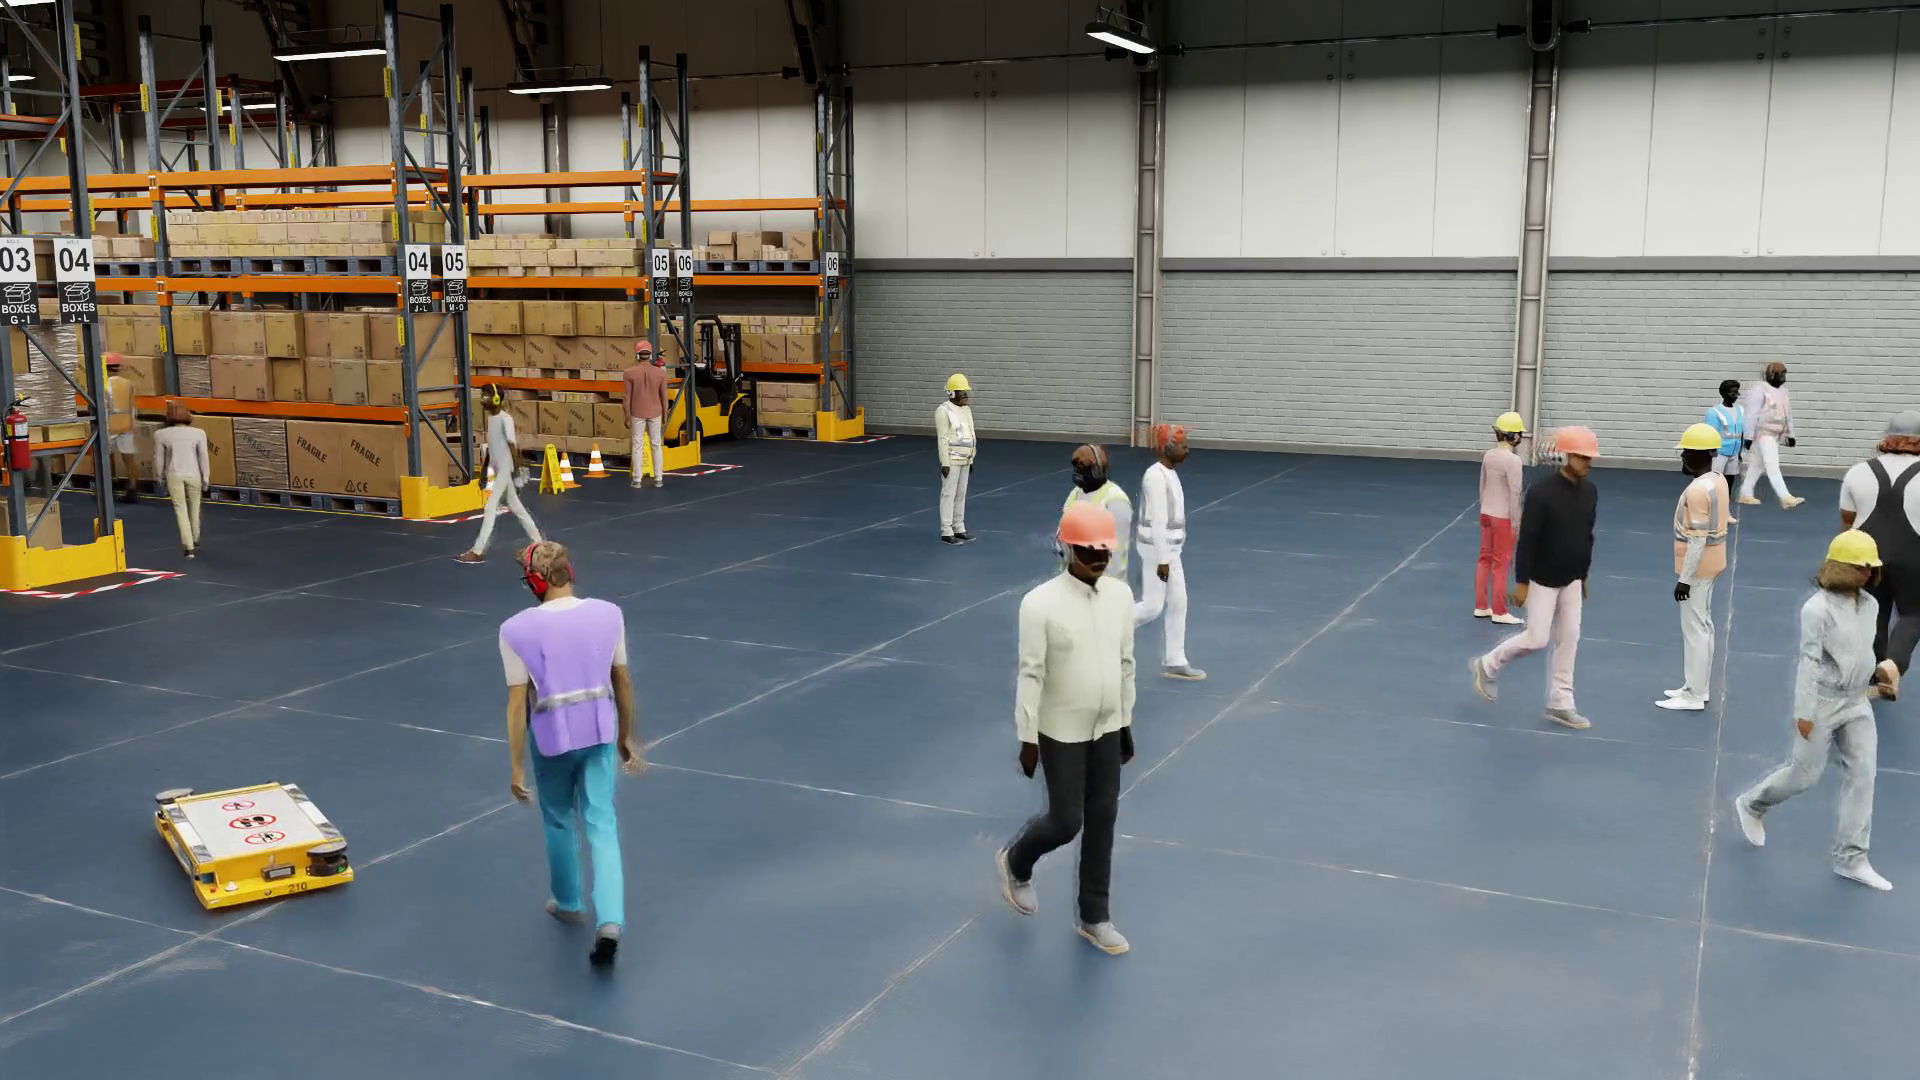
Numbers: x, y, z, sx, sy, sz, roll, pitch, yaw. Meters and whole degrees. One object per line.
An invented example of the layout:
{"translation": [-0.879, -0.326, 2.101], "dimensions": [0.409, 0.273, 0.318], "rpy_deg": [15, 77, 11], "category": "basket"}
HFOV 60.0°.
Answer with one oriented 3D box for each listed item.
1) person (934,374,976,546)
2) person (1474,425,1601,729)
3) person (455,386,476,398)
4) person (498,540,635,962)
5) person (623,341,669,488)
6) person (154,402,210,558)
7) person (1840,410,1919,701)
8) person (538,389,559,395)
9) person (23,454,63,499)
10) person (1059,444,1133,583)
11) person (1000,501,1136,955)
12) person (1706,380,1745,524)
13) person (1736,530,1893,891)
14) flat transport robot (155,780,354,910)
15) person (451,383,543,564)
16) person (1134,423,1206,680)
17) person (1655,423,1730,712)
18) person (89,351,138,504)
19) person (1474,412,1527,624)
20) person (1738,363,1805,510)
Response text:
{"translation": [-0.027, -0.866, 17.857], "dimensions": [0.403, 1.833, 0.586], "rpy_deg": [5, 11, 29], "category": "person"}
{"translation": [3.786, 0.214, 10.820], "dimensions": [0.639, 1.968, 0.744], "rpy_deg": [-5, 11, -30], "category": "person"}
{"translation": [-8.126, -2.527, 27.872], "dimensions": [0.434, 1.891, 0.649], "rpy_deg": [4, 10, 25], "category": "person"}
{"translation": [-1.657, 0.899, 7.187], "dimensions": [0.592, 1.796, 0.892], "rpy_deg": [-6, 11, -31], "category": "person"}
{"translation": [-4.243, -1.695, 22.480], "dimensions": [0.611, 1.986, 0.402], "rpy_deg": [-4, 10, -22], "category": "person"}
{"translation": [-8.028, -0.633, 17.173], "dimensions": [0.502, 1.581, 0.866], "rpy_deg": [-6, 11, -31], "category": "person"}
{"translation": [6.309, 0.110, 11.241], "dimensions": [0.705, 2.000, 0.695], "rpy_deg": [9, 13, 43], "category": "person"}
{"translation": [-6.789, -2.309, 27.386], "dimensions": [0.823, 1.595, 0.545], "rpy_deg": [5, 11, 29], "category": "person"}
{"translation": [-10.826, -1.166, 19.446], "dimensions": [0.586, 1.911, 0.601], "rpy_deg": [8, 12, 40], "category": "person"}
{"translation": [0.791, 0.300, 10.736], "dimensions": [0.599, 1.827, 0.633], "rpy_deg": [-6, 11, -32], "category": "person"}
{"translation": [0.485, 0.794, 7.265], "dimensions": [0.616, 1.977, 0.601], "rpy_deg": [-6, 11, -34], "category": "person"}
{"translation": [8.814, -1.011, 19.187], "dimensions": [0.530, 1.689, 0.321], "rpy_deg": [-4, 10, -21], "category": "person"}
{"translation": [4.221, 0.780, 8.132], "dimensions": [0.490, 1.712, 0.773], "rpy_deg": [-4, 10, -22], "category": "person"}
{"translation": [-3.546, 1.473, 8.290], "dimensions": [0.652, 0.197, 1.431], "rpy_deg": [-6, 11, -34], "category": "flat transport robot"}
{"translation": [-4.644, -0.678, 16.777], "dimensions": [0.997, 1.815, 0.539], "rpy_deg": [-5, 11, -30], "category": "person"}
{"translation": [1.361, 0.086, 11.963], "dimensions": [0.789, 1.861, 0.586], "rpy_deg": [4, 10, 22], "category": "person"}
{"translation": [4.917, 0.184, 11.134], "dimensions": [0.369, 1.927, 0.589], "rpy_deg": [6, 11, 34], "category": "person"}
{"translation": [-10.716, -1.414, 20.967], "dimensions": [0.831, 1.908, 0.580], "rpy_deg": [5, 10, 26], "category": "person"}
{"translation": [4.532, -0.187, 13.900], "dimensions": [0.331, 1.768, 0.526], "rpy_deg": [-2, 10, -13], "category": "person"}
{"translation": [10.063, -1.283, 20.528], "dimensions": [0.654, 1.789, 0.945], "rpy_deg": [-6, 11, -32], "category": "person"}
